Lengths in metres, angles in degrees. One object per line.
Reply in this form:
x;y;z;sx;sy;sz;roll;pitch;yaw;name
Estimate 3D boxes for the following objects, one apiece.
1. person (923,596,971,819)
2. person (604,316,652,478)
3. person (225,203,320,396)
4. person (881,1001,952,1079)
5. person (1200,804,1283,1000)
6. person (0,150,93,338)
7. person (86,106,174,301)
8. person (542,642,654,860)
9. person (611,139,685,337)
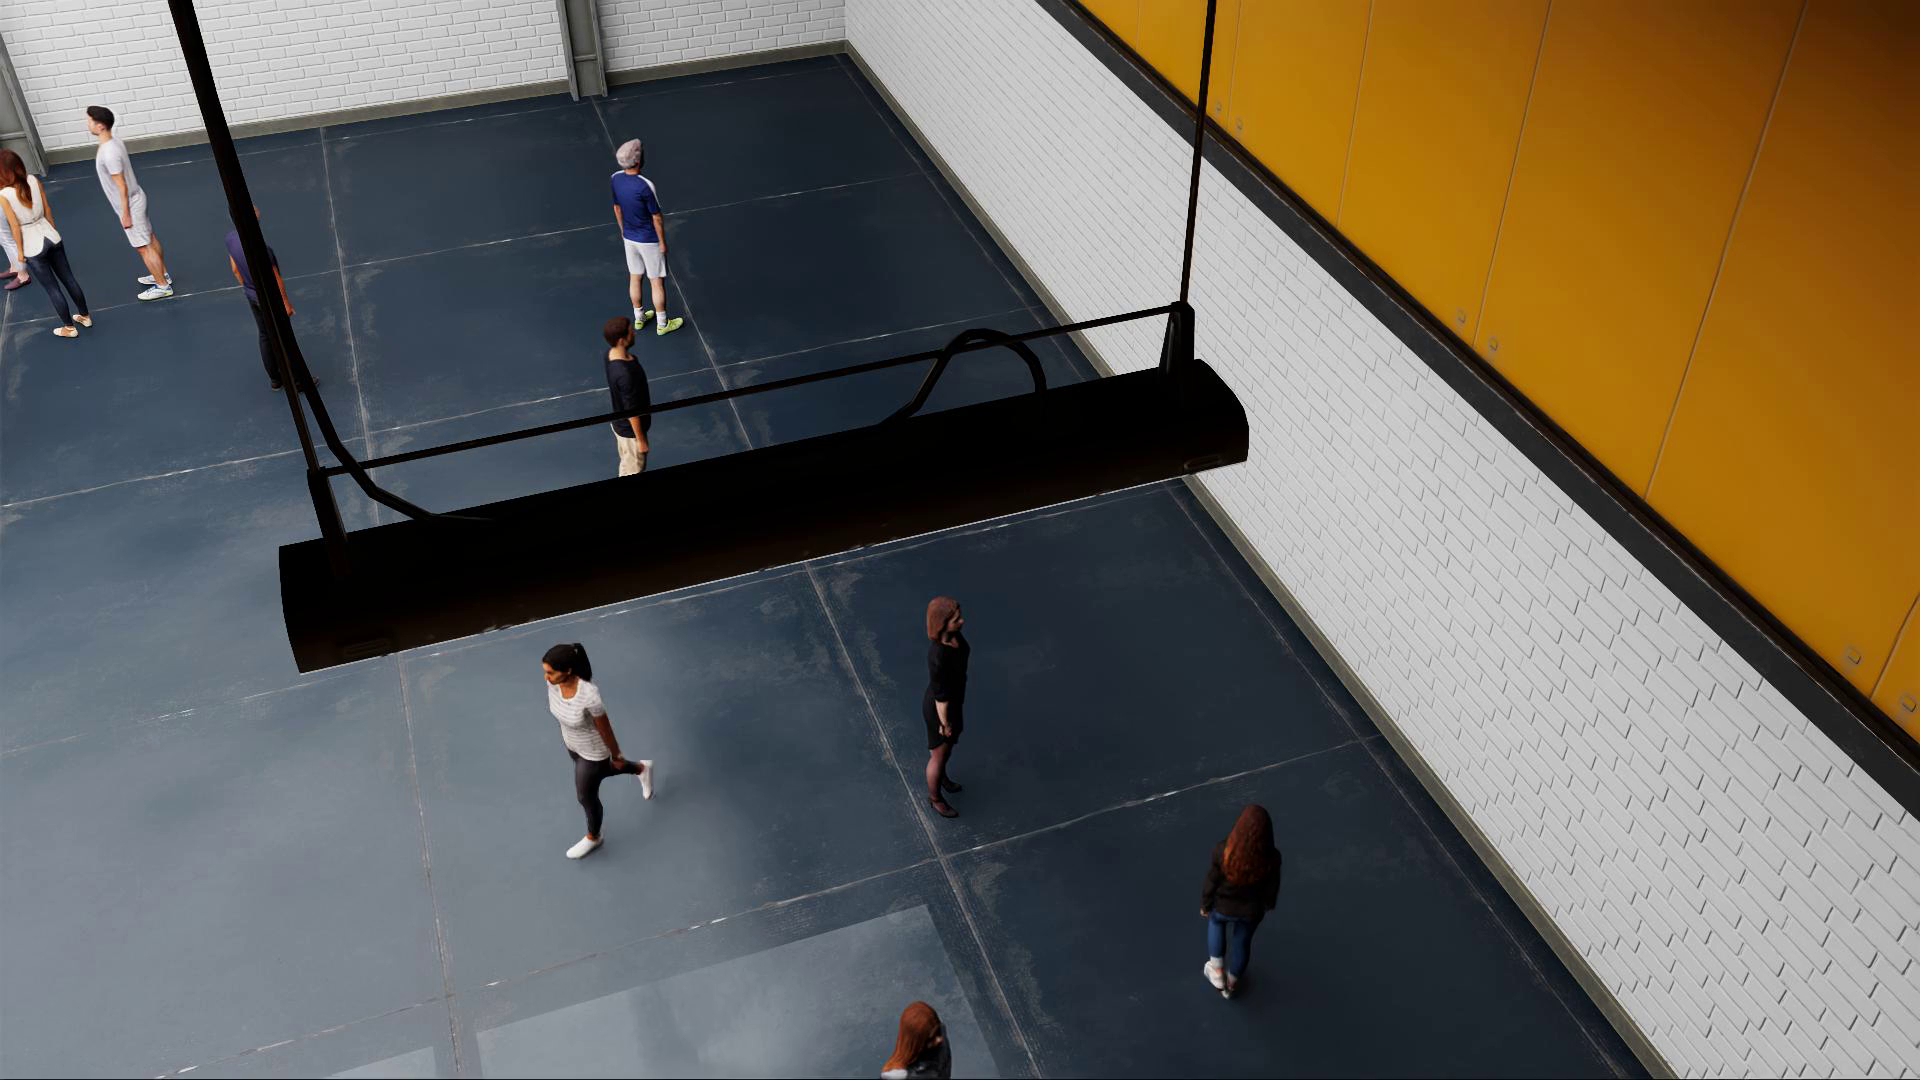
-0.100;1.013;10.224;0.648;1.701;0.656;5;39;6;person
-2.472;-0.846;12.432;0.556;1.851;0.639;-15;41;-18;person
-5.848;-2.043;13.979;0.710;1.791;0.754;19;42;22;person
-0.214;2.773;8.019;0.742;1.702;0.669;18;42;21;person
1.528;2.039;9.123;0.611;1.472;0.718;3;39;4;person
-8.112;-2.615;14.700;0.727;1.784;0.665;17;42;20;person
-7.619;-3.099;15.251;0.531;1.854;0.674;-12;40;-15;person
-2.177;1.195;10.069;0.915;1.610;1.108;26;45;29;person
-2.814;-2.684;14.743;0.718;1.838;0.766;19;42;22;person
